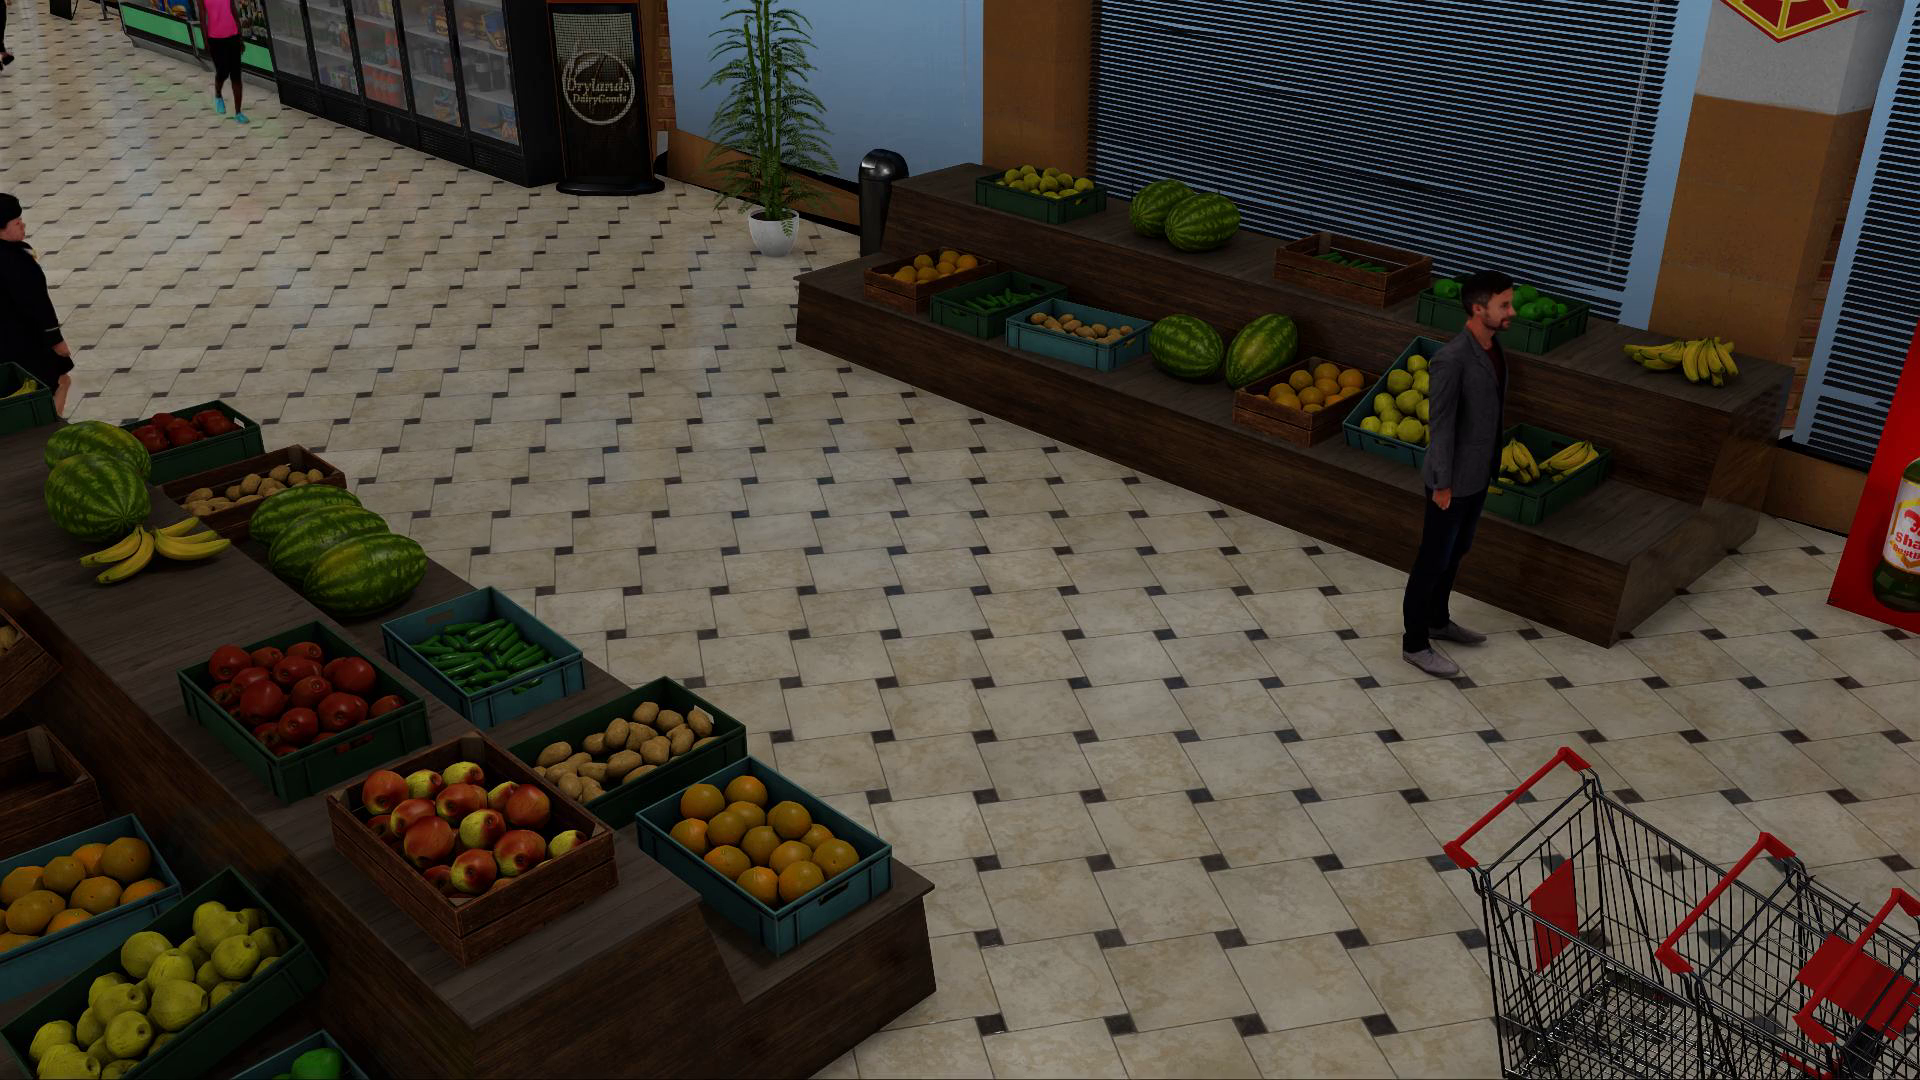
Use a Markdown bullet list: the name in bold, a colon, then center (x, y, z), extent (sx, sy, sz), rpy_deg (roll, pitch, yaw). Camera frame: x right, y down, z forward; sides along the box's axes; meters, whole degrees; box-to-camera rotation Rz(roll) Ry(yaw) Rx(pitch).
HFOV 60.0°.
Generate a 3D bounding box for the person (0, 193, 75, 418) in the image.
- **person**: center (-5.298, -1.083, 9.261), extent (0.789, 1.645, 0.627), rpy_deg (-22, 34, -37)

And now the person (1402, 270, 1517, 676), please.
- **person**: center (2.250, -0.316, 7.493), extent (0.644, 1.874, 0.713), rpy_deg (19, 32, 32)

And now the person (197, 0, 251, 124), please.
- **person**: center (-7.732, -5.244, 17.391), extent (0.539, 1.712, 0.728), rpy_deg (-24, 35, -38)
